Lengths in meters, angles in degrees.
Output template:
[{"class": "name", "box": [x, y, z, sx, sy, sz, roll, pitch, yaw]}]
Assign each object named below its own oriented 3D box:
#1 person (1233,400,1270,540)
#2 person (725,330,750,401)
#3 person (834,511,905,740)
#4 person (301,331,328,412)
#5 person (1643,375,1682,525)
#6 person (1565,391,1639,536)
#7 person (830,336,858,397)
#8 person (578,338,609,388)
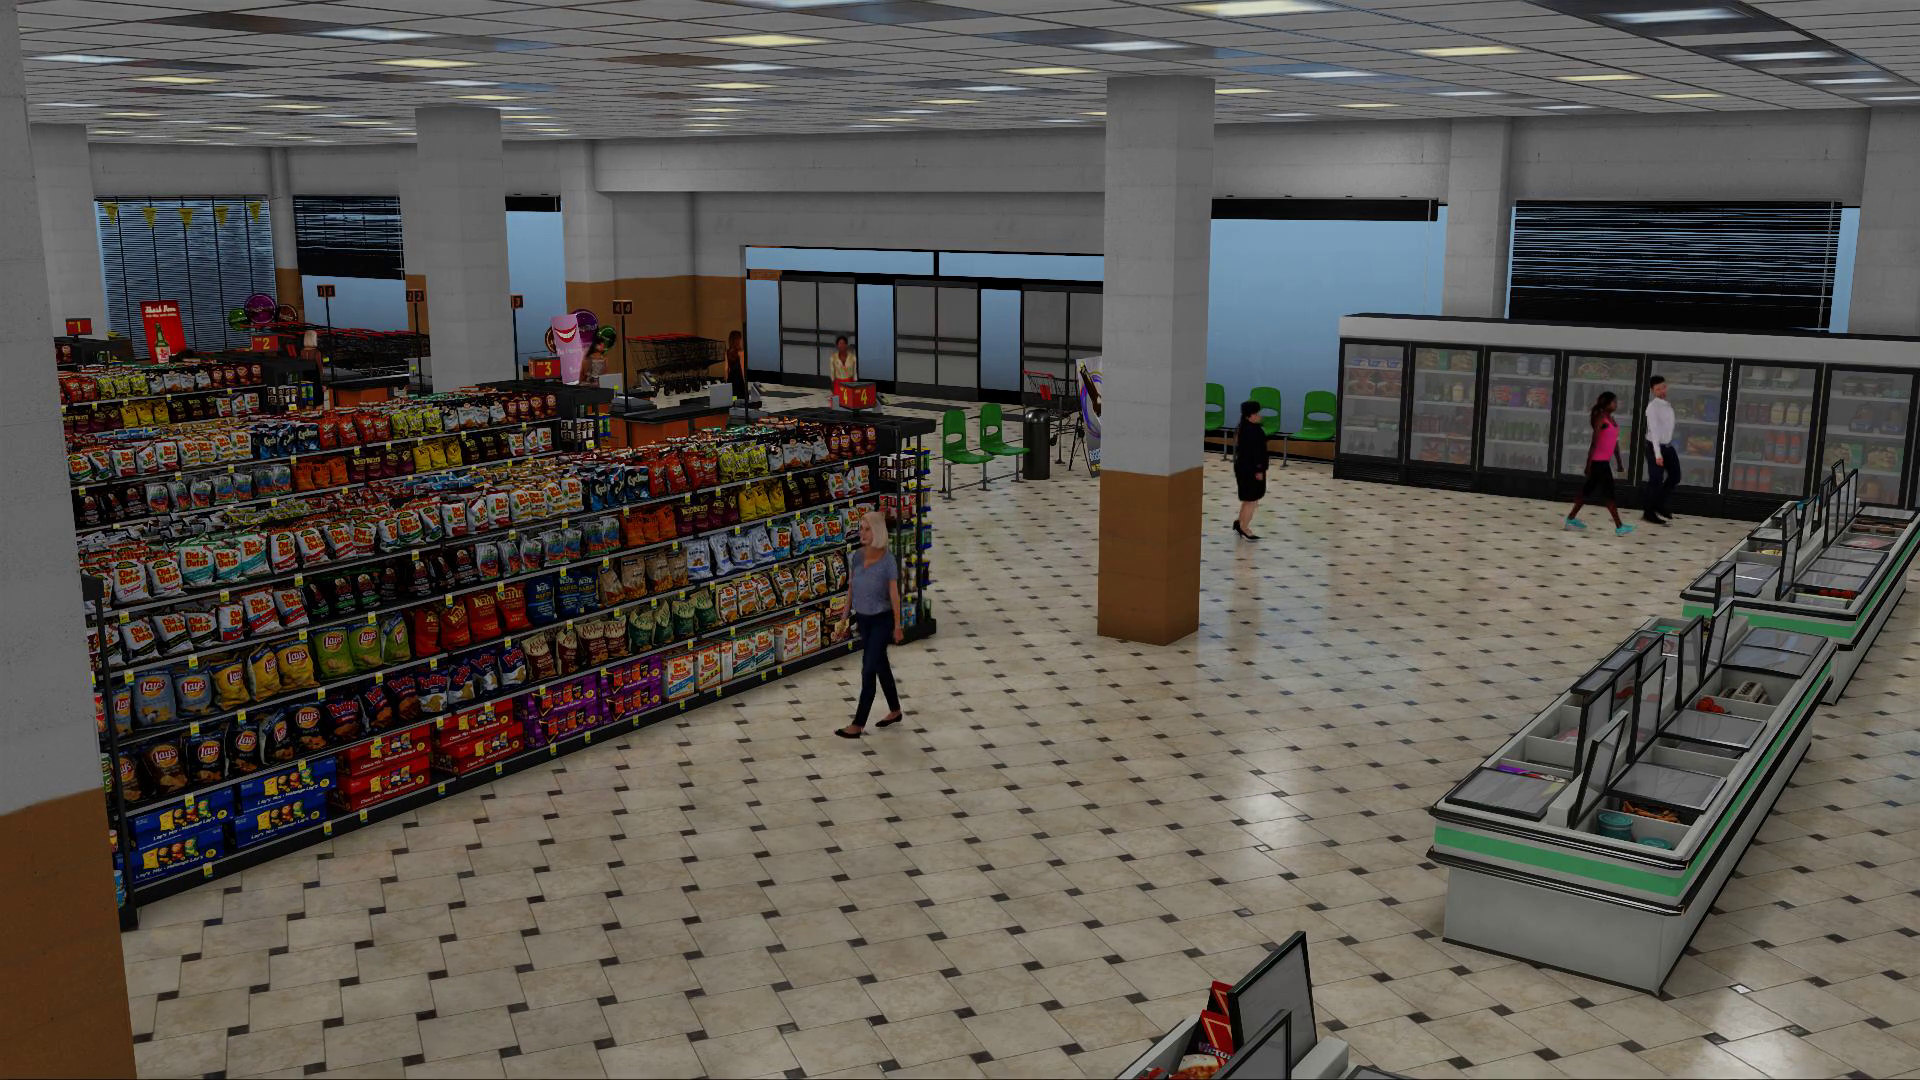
[{"class": "person", "box": [3.381, -0.805, 19.349, 0.914, 1.653, 0.784, -2, 12, -8]}, {"class": "person", "box": [-3.593, -2.448, 26.709, 0.572, 1.834, 0.509, 8, 14, 34]}, {"class": "person", "box": [-0.572, 0.623, 12.484, 1.041, 1.686, 0.709, -11, 16, -41]}, {"class": "person", "box": [-10.777, -2.614, 27.717, 0.632, 1.744, 0.556, 6, 13, 25]}, {"class": "person", "box": [8.536, -1.101, 20.327, 0.874, 1.828, 0.717, 11, 16, 41]}, {"class": "person", "box": [7.524, -0.899, 19.746, 0.787, 1.671, 1.098, 11, 16, 42]}, {"class": "person", "box": [-1.826, -2.331, 26.328, 1.099, 1.761, 1.108, -3, 12, -14]}, {"class": "person", "box": [-6.144, -2.547, 27.725, 0.830, 1.610, 0.879, 0, 12, 2]}]
